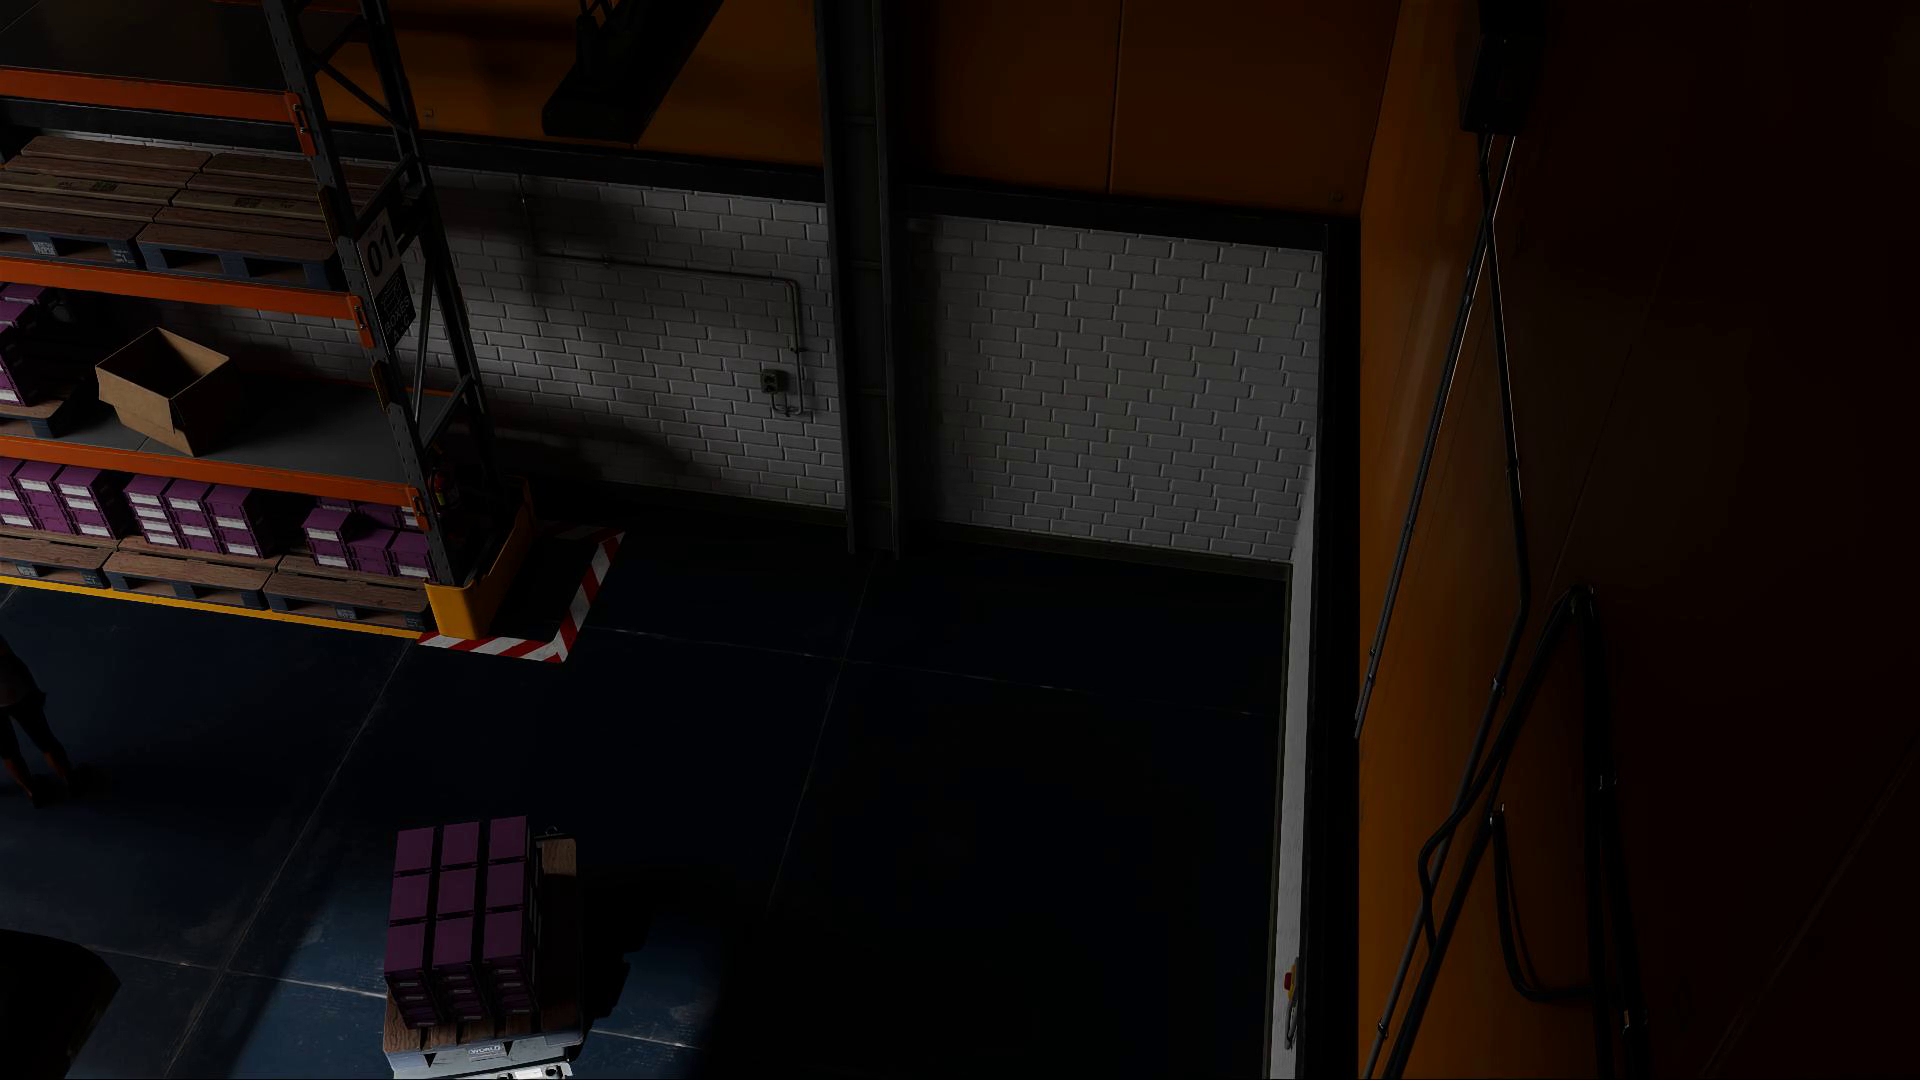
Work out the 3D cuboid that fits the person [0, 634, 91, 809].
[{"bbox_3d":[-5.772,0.968,9.999,0.605,1.747,0.736,-9,44,-10],"label":"person"}]
